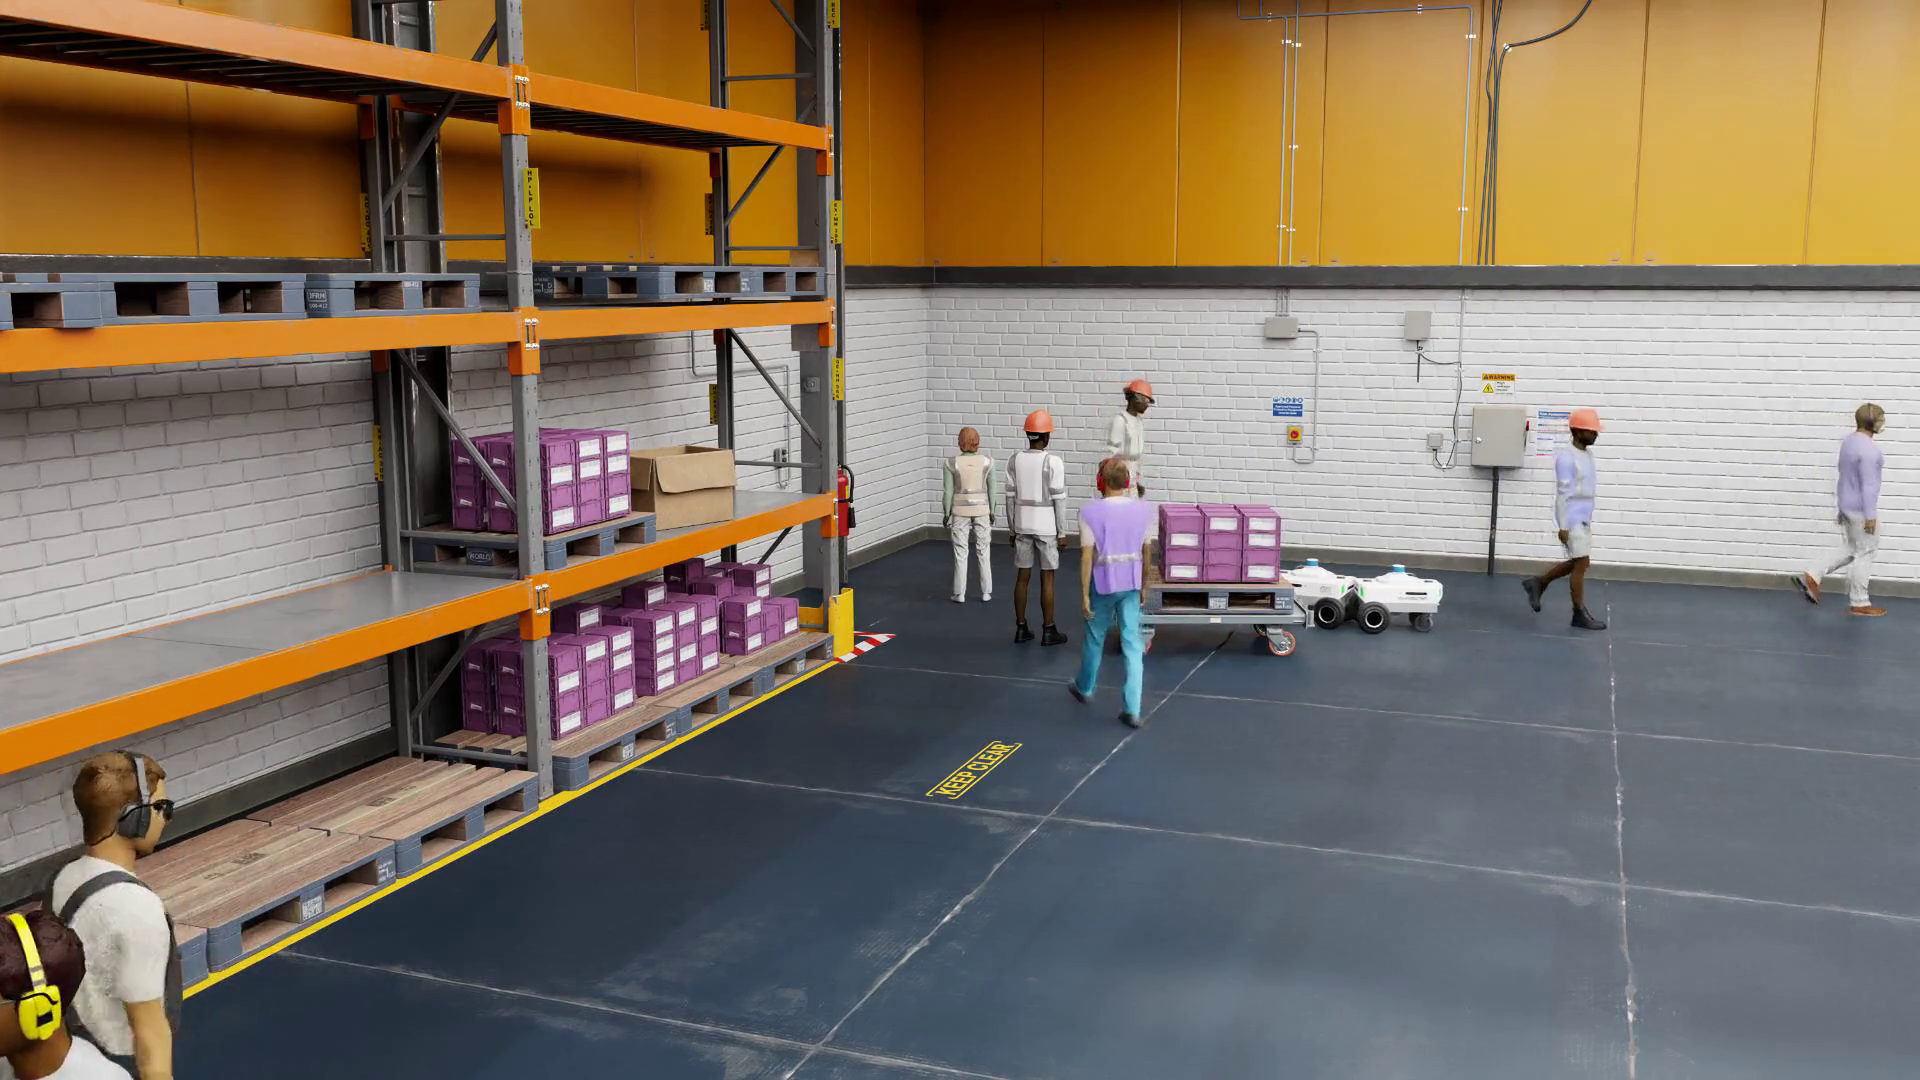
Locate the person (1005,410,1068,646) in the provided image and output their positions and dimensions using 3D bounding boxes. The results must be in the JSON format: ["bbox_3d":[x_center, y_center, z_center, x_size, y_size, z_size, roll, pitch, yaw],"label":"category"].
[{"bbox_3d":[0.638,-0.098,13.653,0.542,1.938,0.358,5,10,30],"label":"person"}]

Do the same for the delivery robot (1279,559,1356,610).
[{"bbox_3d":[3.069,0.407,14.516,0.707,0.478,0.477,5,10,31],"label":"delivery robot"}]

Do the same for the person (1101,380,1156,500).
[{"bbox_3d":[1.586,-0.613,16.744,0.647,1.993,0.697,6,11,33],"label":"person"}]

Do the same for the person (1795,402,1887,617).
[{"bbox_3d":[7.919,-0.268,14.777,0.640,1.922,0.633,2,9,13],"label":"person"}]

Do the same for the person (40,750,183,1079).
[{"bbox_3d":[-2.197,1.464,4.238,0.585,1.809,0.616,8,12,40],"label":"person"}]

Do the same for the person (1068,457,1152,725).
[{"bbox_3d":[1.045,0.325,11.448,0.585,1.787,0.989,-3,10,-19],"label":"person"}]

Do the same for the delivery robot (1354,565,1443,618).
[{"bbox_3d":[3.745,0.455,14.217,0.707,0.478,0.477,1,9,4],"label":"delivery robot"}]

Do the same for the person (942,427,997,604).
[{"bbox_3d":[0.089,-0.225,15.379,0.513,1.642,0.313,-2,9,-10],"label":"person"}]

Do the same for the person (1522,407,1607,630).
[{"bbox_3d":[5.255,-0.199,14.383,0.726,1.914,0.550,9,12,43],"label":"person"}]

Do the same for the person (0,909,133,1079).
[{"bbox_3d":[-1.785,1.602,3.374,0.555,1.823,0.994,9,13,44],"label":"person"}]
